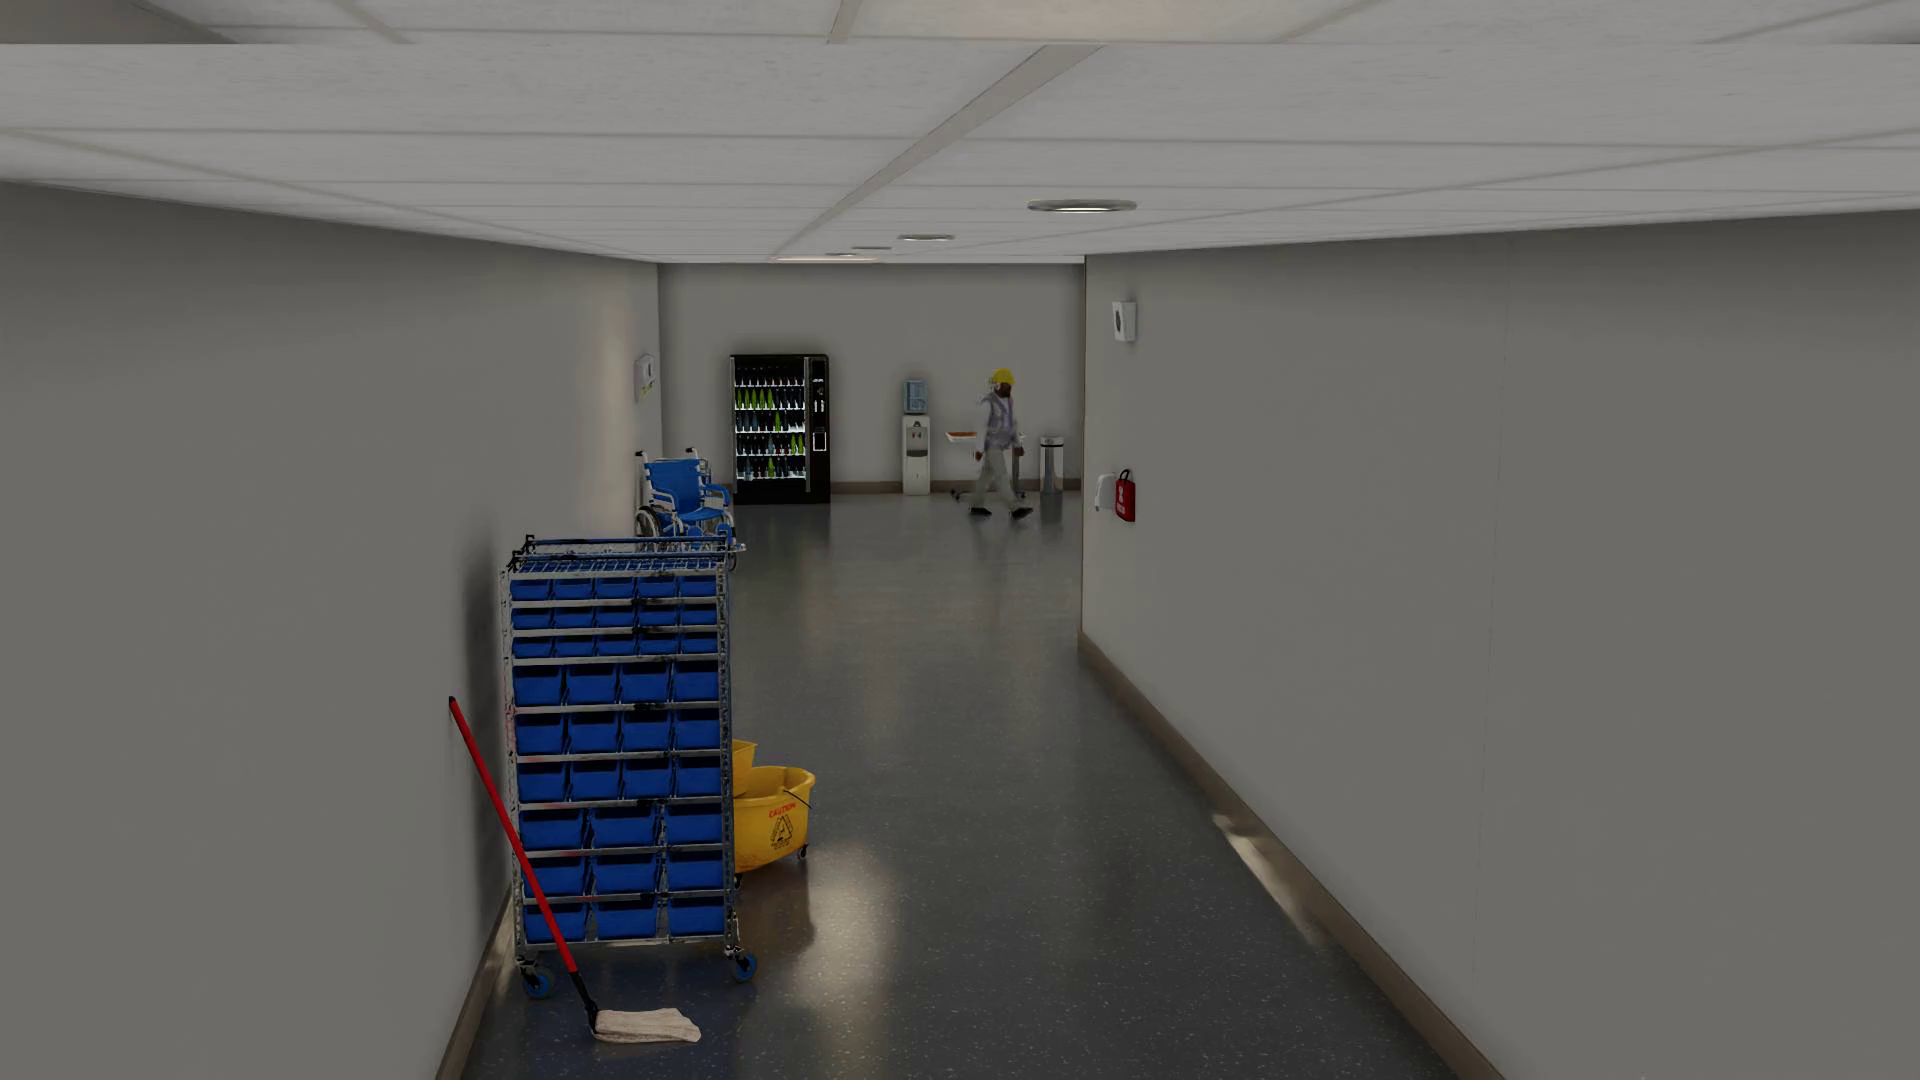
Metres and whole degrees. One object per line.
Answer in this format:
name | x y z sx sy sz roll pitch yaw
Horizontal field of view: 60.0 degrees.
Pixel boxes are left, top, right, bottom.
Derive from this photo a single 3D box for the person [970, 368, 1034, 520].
person | 0.479 -1.129 19.585 0.930 1.772 0.596 5 10 26
